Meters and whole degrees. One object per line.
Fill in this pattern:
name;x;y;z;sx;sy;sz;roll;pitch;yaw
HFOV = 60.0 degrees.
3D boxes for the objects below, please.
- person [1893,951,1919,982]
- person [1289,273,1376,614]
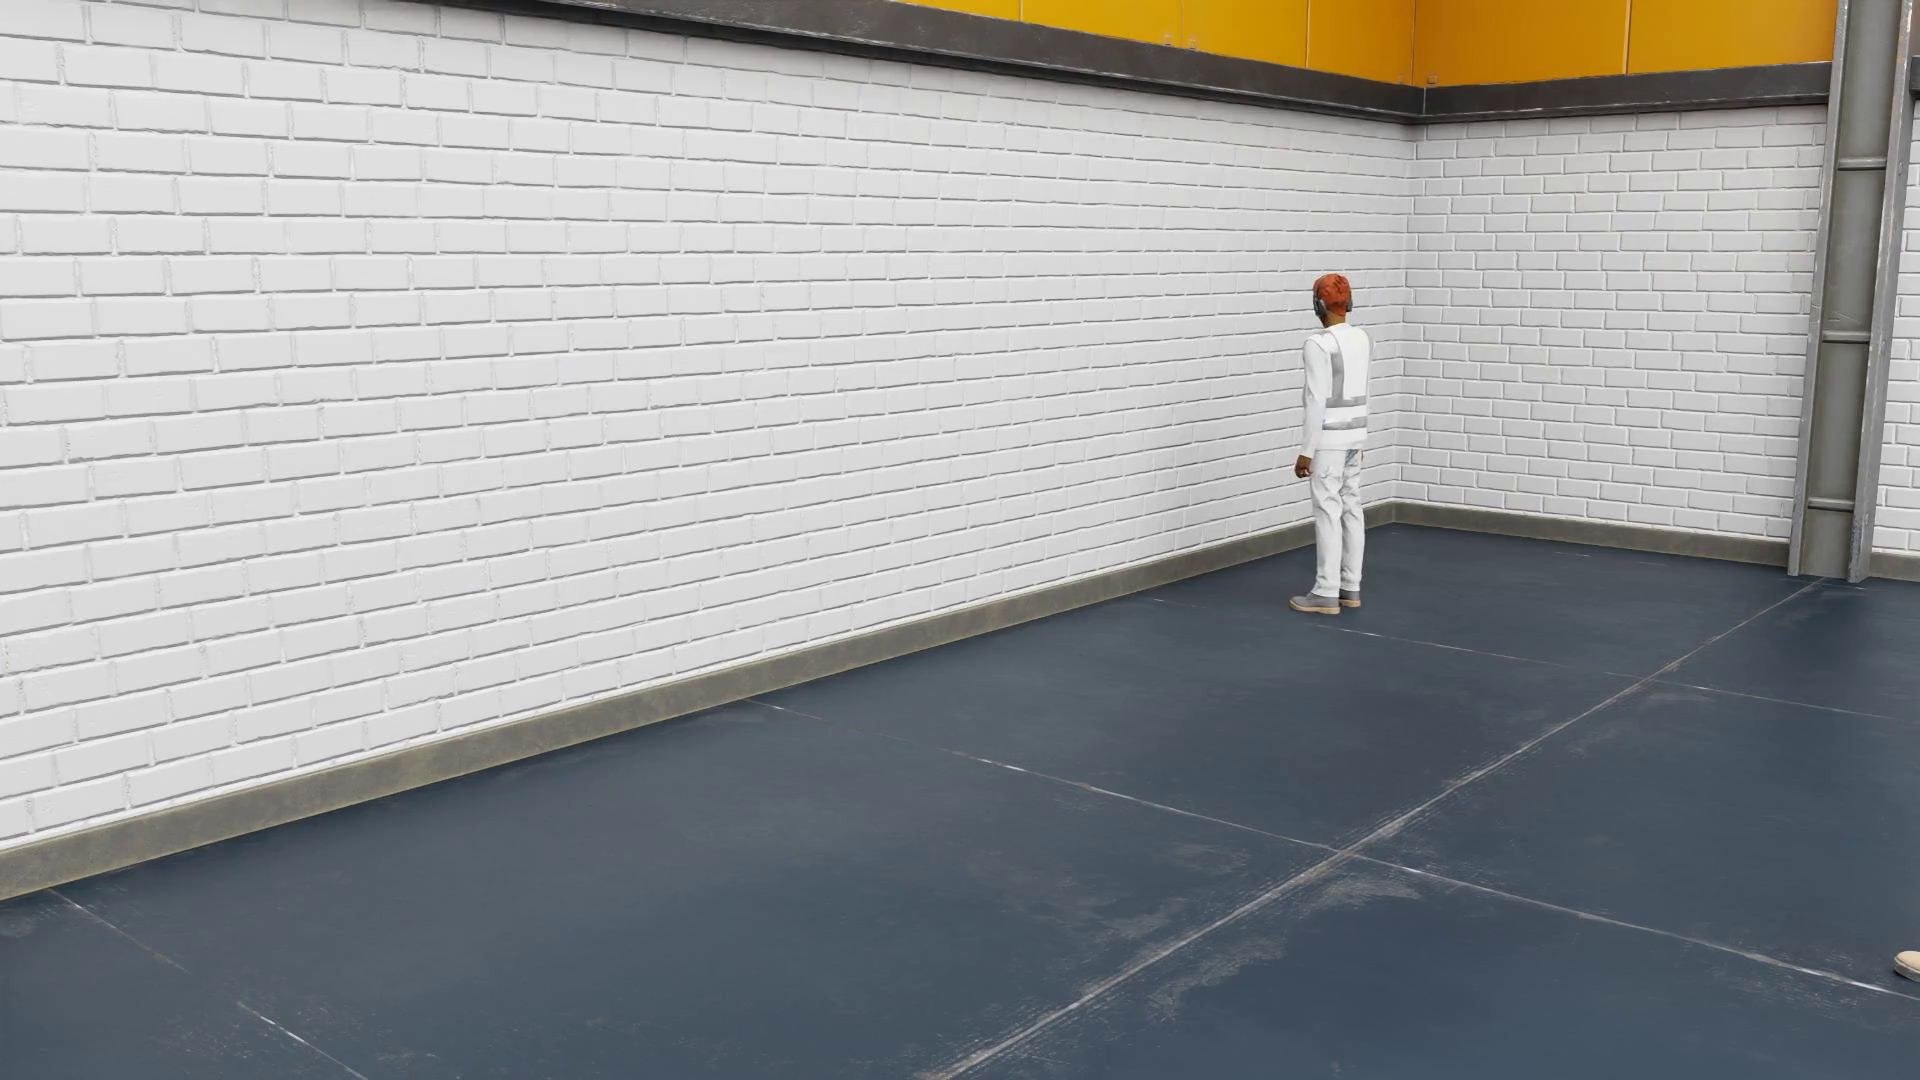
person;2.749;0.356;4.312;0.345;1.846;0.508;2;10;12
person;2.070;-0.530;9.245;0.574;1.884;0.357;-10;14;-43
